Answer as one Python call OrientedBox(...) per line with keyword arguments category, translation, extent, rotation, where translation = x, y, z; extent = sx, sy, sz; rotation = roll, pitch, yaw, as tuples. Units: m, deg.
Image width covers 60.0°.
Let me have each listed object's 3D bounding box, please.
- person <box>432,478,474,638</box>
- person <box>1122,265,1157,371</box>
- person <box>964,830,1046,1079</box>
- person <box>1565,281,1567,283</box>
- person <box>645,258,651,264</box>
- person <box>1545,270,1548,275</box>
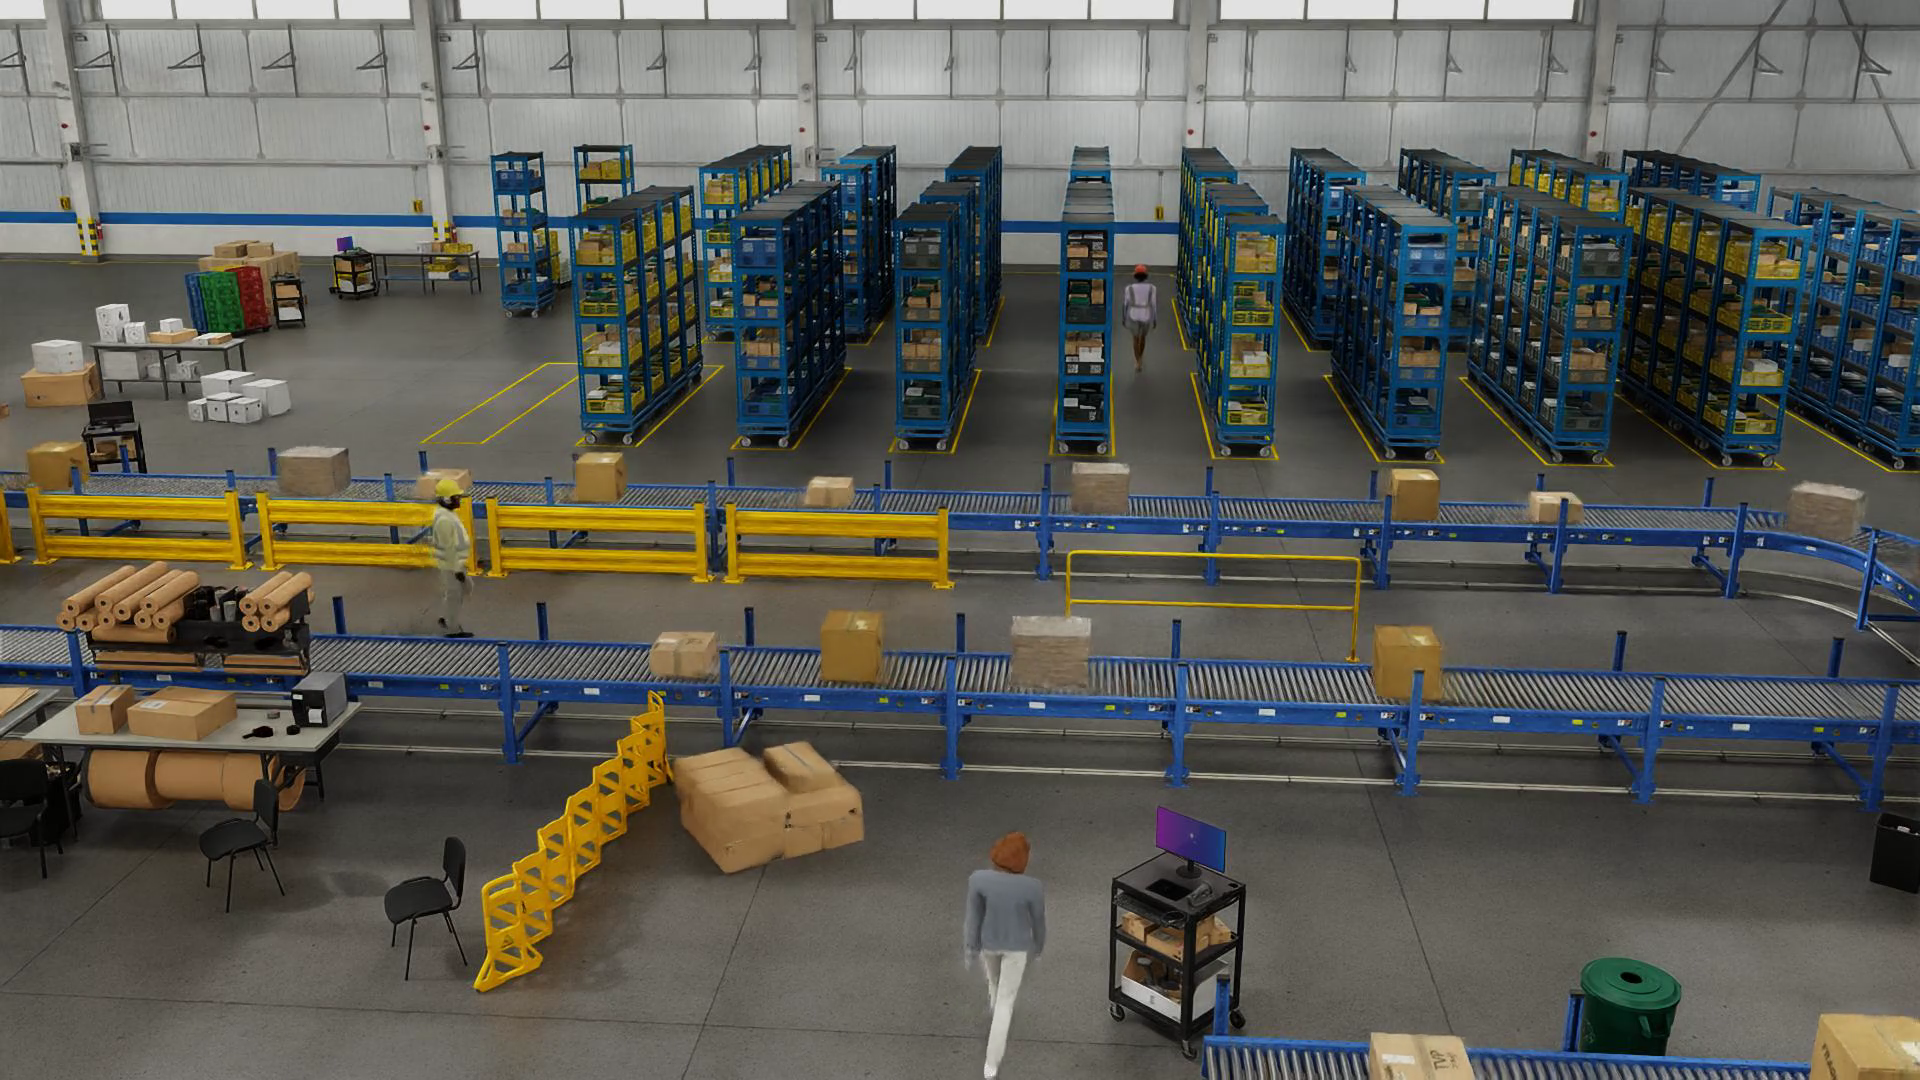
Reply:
OrientedBox(category="person", translation=(-5.448, 0.218, 17.879), extent=(0.408, 1.822, 0.589), rotation=(-4, 18, -14))
OrientedBox(category="person", translation=(3.431, -4.260, 31.825), extent=(0.628, 1.992, 1.048), rotation=(0, 17, 0))
OrientedBox(category="person", translation=(0.291, 2.610, 10.701), extent=(0.511, 1.574, 0.886), rotation=(4, 18, 13))
OrientedBox(category="person", translation=(11.288, -4.103, 31.357), extent=(0.828, 1.962, 0.648), rotation=(5, 18, 15))
OrientedBox(category="person", translation=(-8.075, -7.529, 42.645), extent=(0.881, 1.707, 0.594), rotation=(2, 18, 6))
OrientedBox(category="person", translation=(11.306, -4.469, 32.735), extent=(0.376, 1.836, 0.561), rotation=(3, 18, 9))
